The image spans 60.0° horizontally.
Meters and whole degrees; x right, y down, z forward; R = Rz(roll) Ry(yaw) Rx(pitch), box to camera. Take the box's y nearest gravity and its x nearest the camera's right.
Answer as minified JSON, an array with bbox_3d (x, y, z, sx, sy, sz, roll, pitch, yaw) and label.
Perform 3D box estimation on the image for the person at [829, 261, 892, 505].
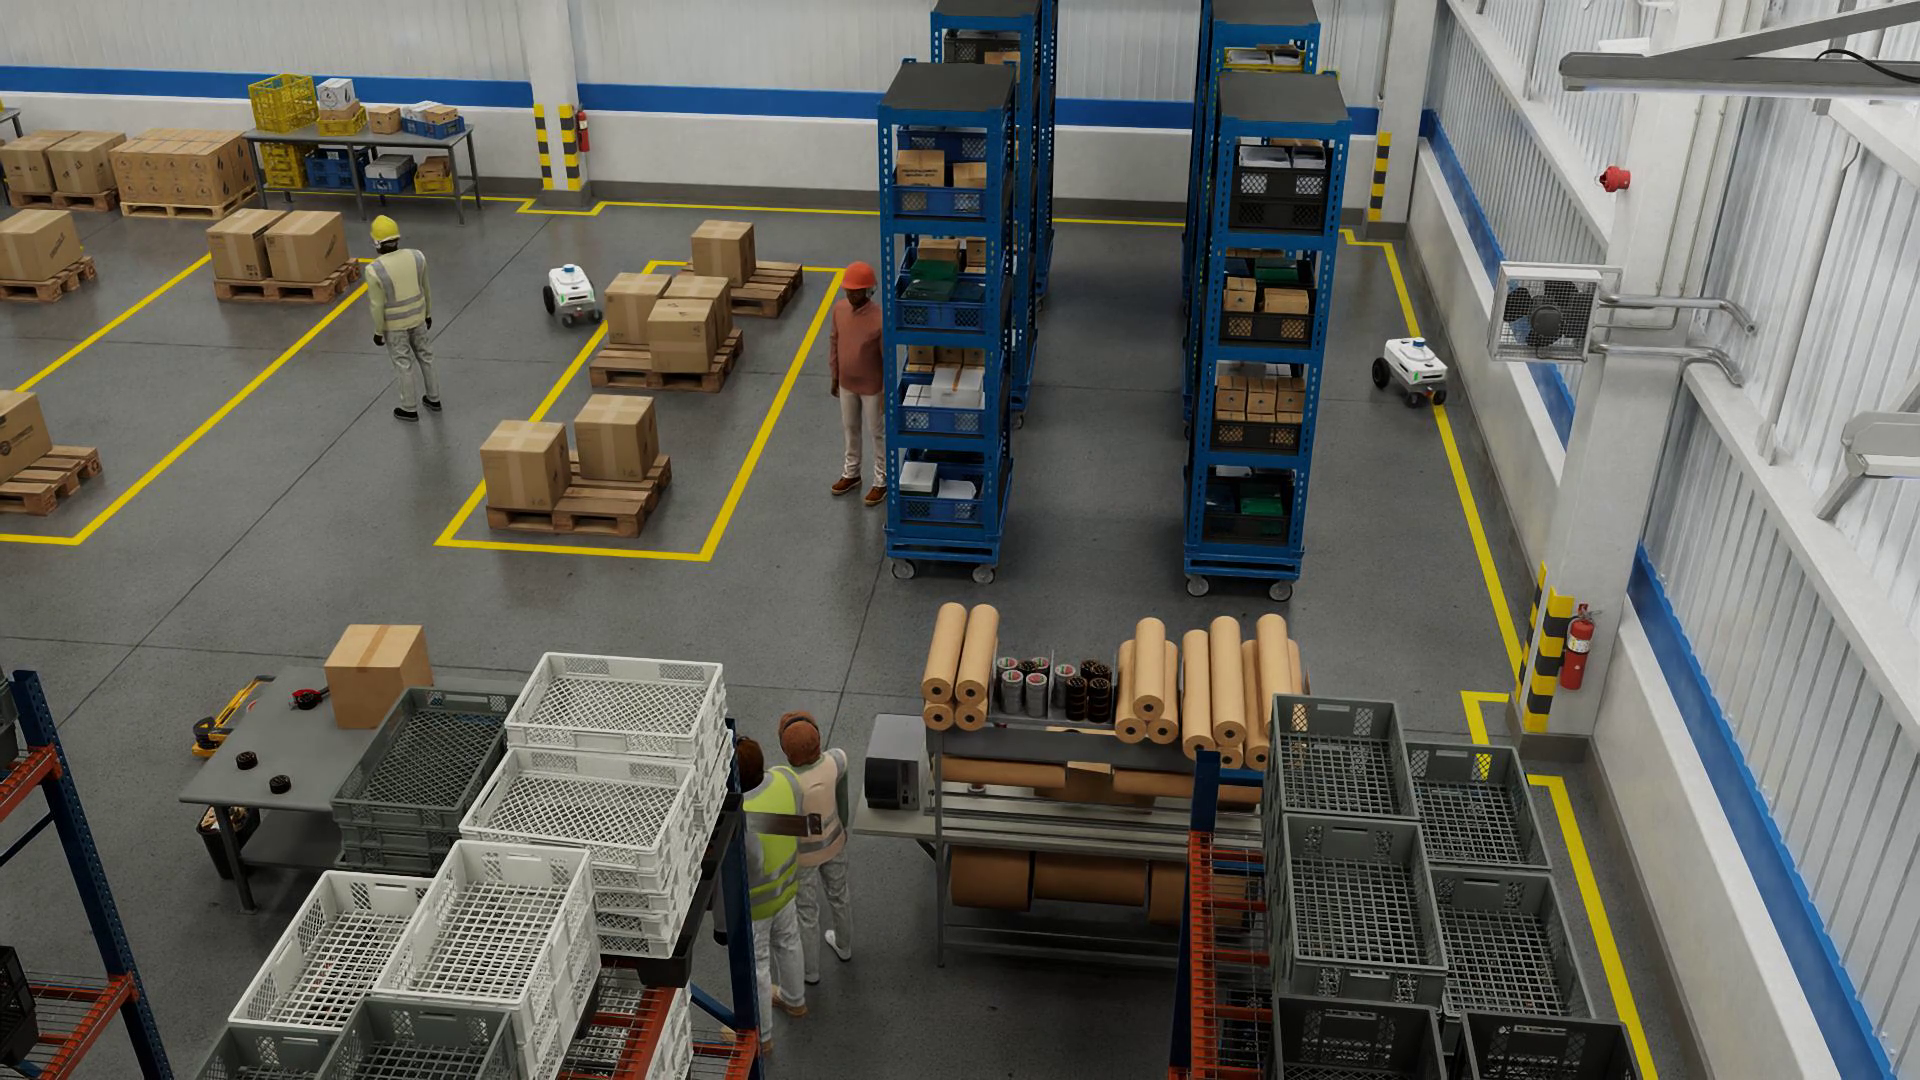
[{"bbox_3d":[-0.775,-1.240,13.073,0.612,1.997,0.375,18,35,29],"label":"person"}]

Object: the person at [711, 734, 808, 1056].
[{"bbox_3d":[-1.009,1.721,8.155,0.431,1.837,0.629,17,34,26],"label":"person"}]

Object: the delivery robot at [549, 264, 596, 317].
[{"bbox_3d":[-3.871,-2.508,16.583,0.477,0.478,0.707,-11,32,-18],"label":"delivery robot"}]

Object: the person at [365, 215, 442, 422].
[{"bbox_3d":[-4.838,-1.919,14.399,0.403,1.834,0.589,22,37,33],"label":"person"}]

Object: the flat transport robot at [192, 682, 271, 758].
[{"bbox_3d":[-4.089,1.163,10.648,1.431,0.197,0.652,3,30,6],"label":"flat transport robot"}]

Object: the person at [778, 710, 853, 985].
[{"bbox_3d":[-0.771,1.592,8.563,0.515,1.636,0.314,-24,38,-35],"label":"person"}]

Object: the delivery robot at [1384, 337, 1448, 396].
[{"bbox_3d":[4.110,-1.587,15.003,0.477,0.478,0.707,-5,31,-9],"label":"delivery robot"}]
